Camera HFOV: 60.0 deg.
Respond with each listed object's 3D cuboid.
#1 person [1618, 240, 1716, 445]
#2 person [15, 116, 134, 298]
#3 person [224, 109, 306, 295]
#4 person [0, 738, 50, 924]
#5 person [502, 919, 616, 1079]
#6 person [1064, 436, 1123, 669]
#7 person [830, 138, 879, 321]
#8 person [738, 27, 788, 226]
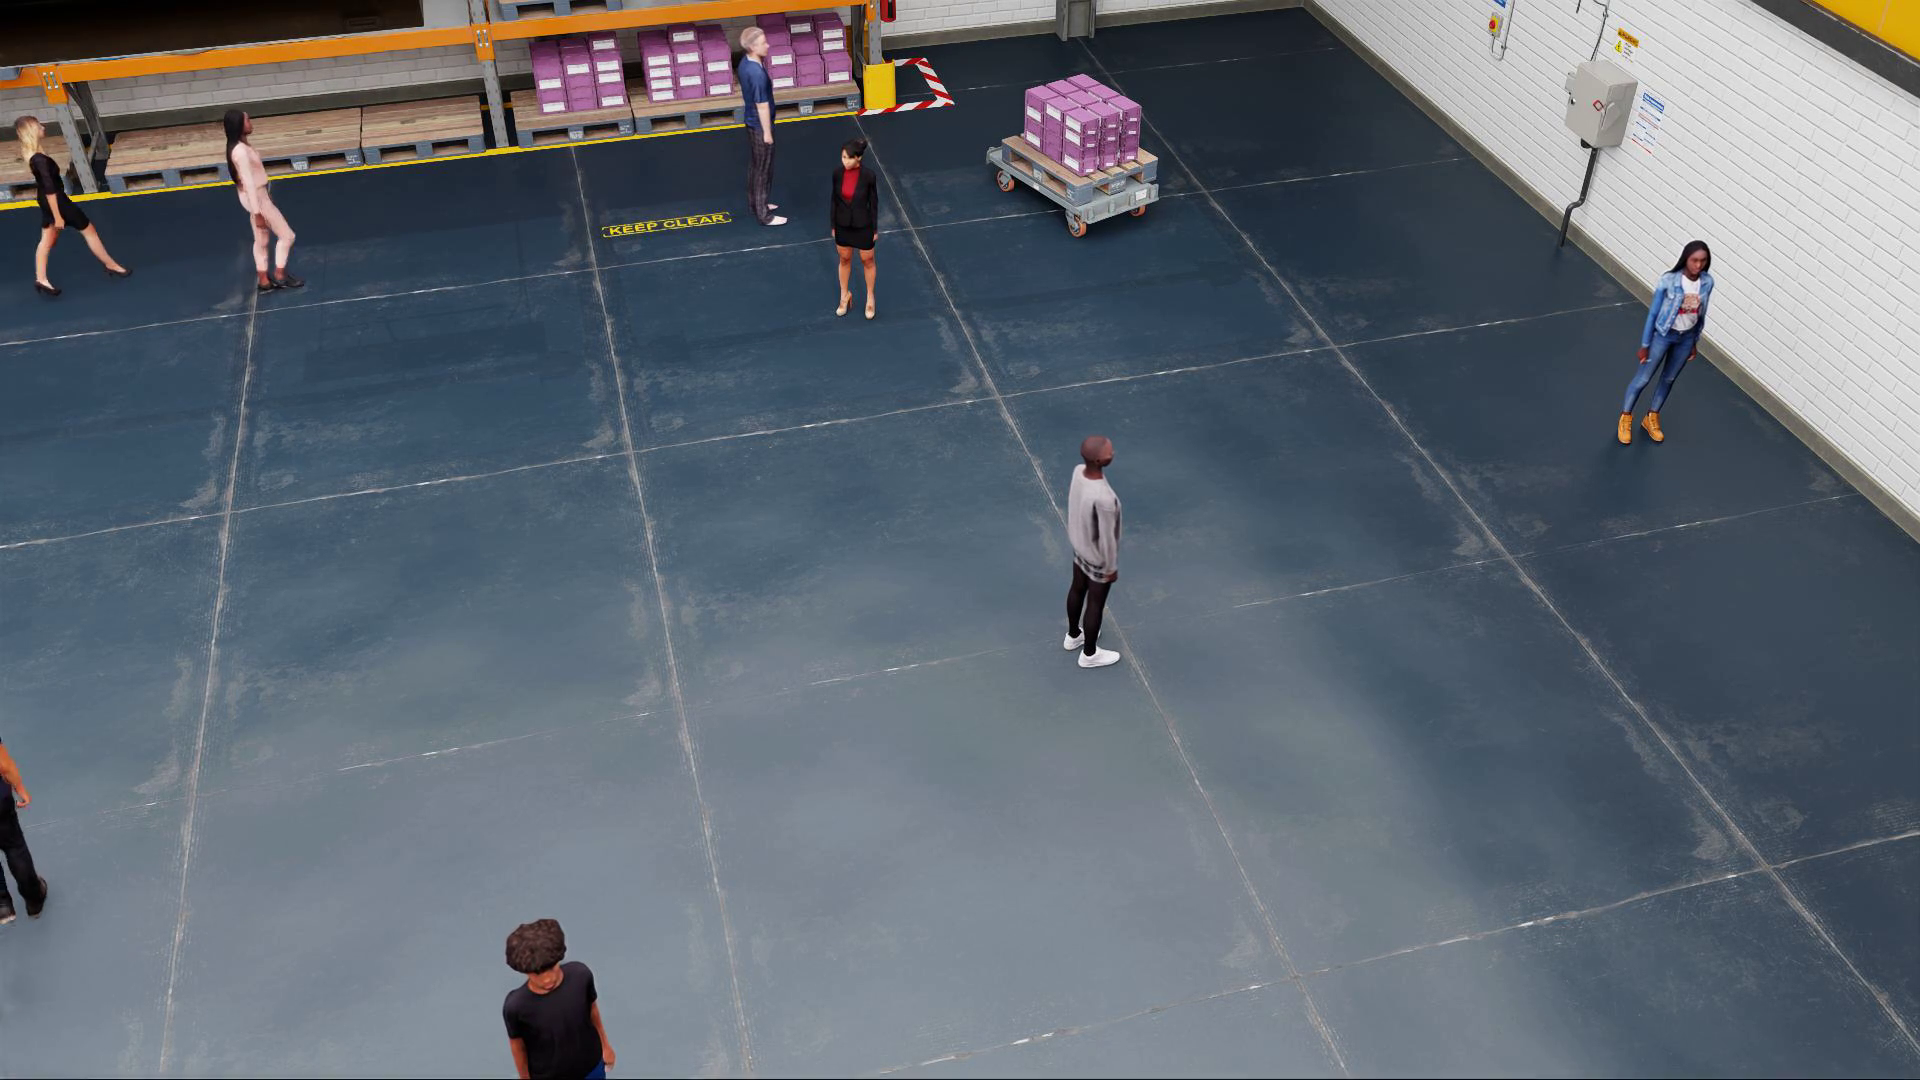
[{"bbox_3d":[5.425,-1.519,12.724,0.523,1.712,0.706,-3,39,-4],"label":"person"},{"bbox_3d":[-7.943,-2.854,14.458,1.111,1.634,0.878,-28,47,-31],"label":"person"},{"bbox_3d":[-6.192,-2.896,14.454,0.699,1.705,0.685,-15,41,-18],"label":"person"},{"bbox_3d":[-5.299,1.458,8.943,0.665,1.778,0.756,-15,41,-18],"label":"person"},{"bbox_3d":[-1.853,2.403,7.742,0.630,1.800,0.743,-24,44,-27],"label":"person"},{"bbox_3d":[0.841,0.063,10.694,0.589,1.772,0.650,-16,41,-19],"label":"person"},{"bbox_3d":[-0.901,-2.643,14.188,0.689,1.640,0.757,9,39,11],"label":"person"},{"bbox_3d":[-1.870,-3.874,15.546,0.543,1.870,0.665,-12,40,-15],"label":"person"}]
